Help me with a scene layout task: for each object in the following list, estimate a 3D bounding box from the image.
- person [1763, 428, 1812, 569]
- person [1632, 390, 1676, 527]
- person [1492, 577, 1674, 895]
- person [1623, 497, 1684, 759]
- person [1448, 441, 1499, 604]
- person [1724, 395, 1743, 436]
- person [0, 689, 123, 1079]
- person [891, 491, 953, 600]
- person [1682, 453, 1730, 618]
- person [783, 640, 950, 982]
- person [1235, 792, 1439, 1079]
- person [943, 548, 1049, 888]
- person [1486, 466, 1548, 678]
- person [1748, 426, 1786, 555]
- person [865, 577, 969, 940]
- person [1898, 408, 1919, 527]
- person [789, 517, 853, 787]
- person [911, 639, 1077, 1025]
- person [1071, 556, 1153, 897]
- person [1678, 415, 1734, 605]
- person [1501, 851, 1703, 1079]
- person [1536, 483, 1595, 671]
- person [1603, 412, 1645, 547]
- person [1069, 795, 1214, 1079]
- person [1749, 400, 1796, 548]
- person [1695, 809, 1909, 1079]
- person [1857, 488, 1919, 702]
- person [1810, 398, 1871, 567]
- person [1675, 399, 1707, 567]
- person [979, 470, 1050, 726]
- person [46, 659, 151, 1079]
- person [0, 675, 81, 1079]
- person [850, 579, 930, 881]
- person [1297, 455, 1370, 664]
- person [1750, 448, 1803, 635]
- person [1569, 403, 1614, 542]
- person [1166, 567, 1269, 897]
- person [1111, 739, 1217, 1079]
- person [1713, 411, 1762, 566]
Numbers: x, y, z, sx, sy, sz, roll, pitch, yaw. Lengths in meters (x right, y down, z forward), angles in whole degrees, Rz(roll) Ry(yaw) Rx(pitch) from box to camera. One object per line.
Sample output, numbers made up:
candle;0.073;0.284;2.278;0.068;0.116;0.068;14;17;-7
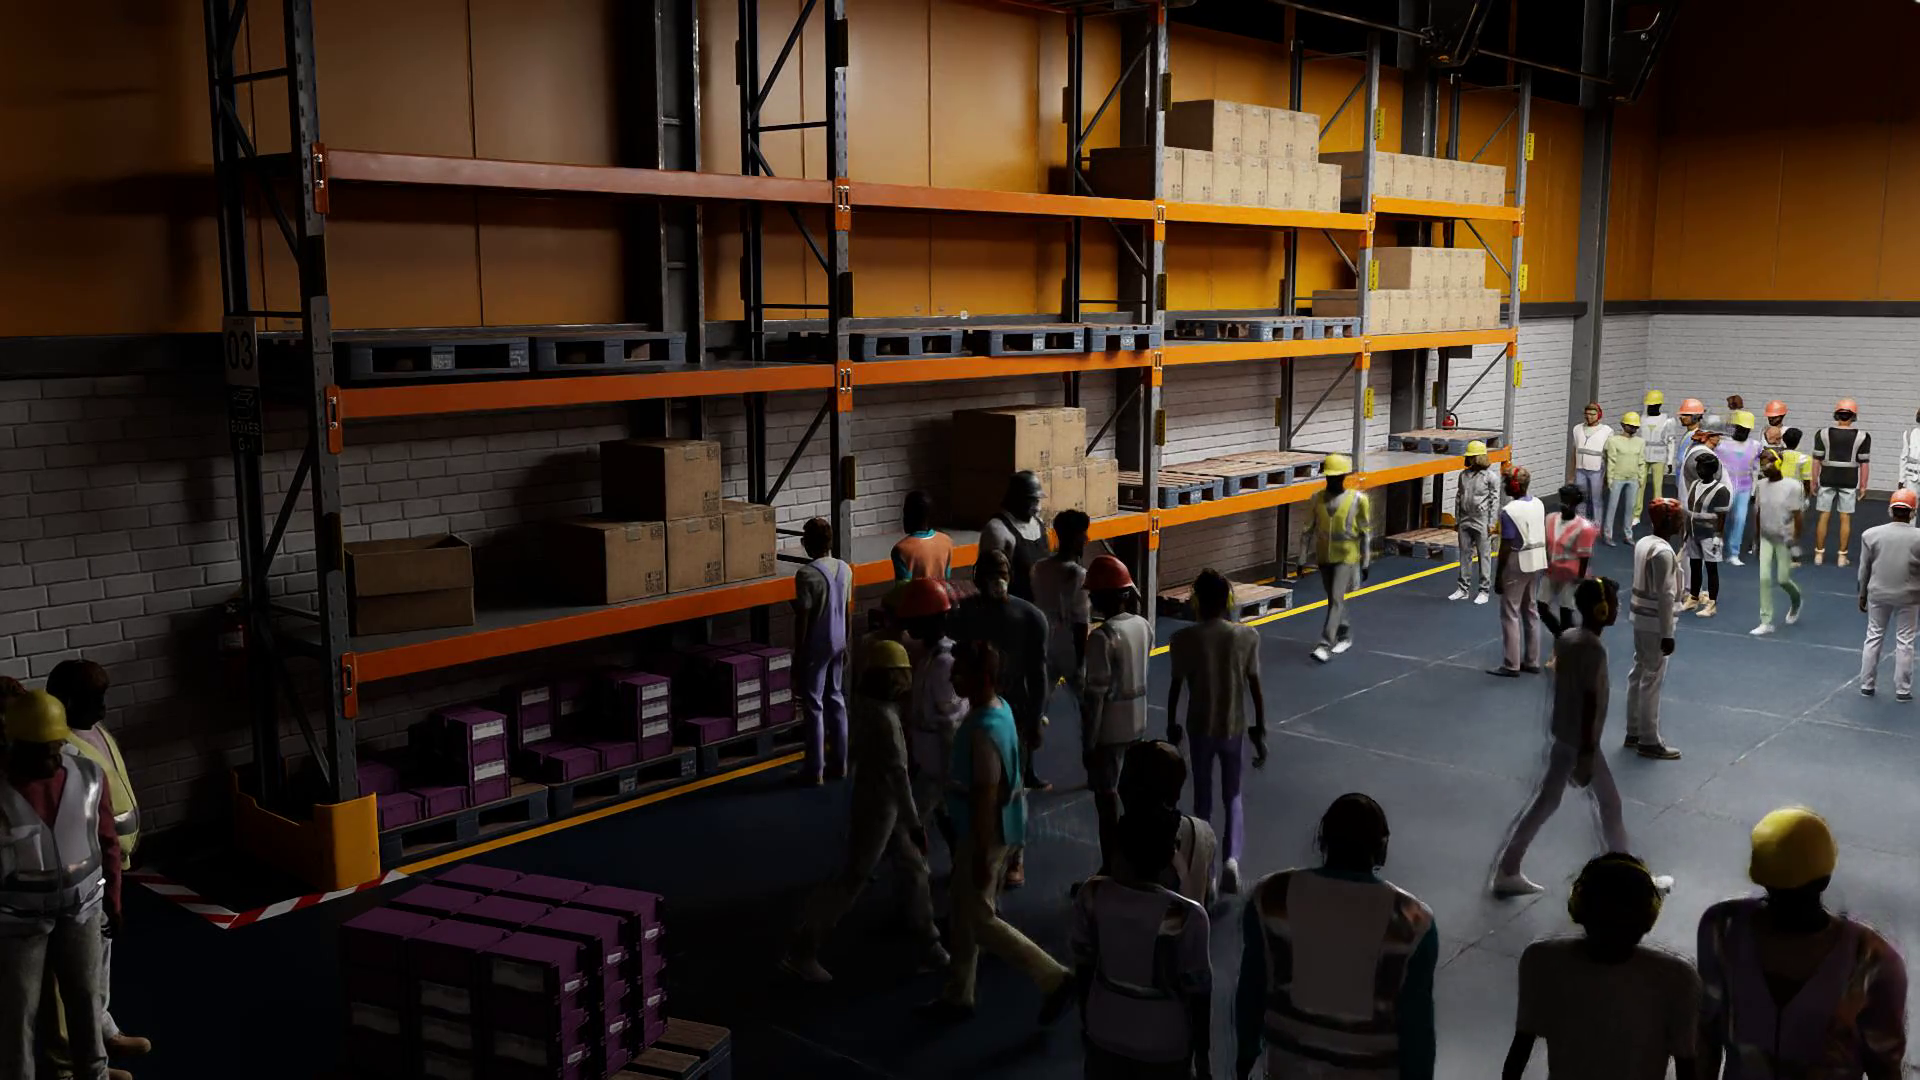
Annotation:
person;9.921;-0.504;19.966;0.541;1.691;0.321;8;12;43
person;9.681;-1.136;23.292;0.585;1.921;0.383;5;10;31
person;3.454;1.101;9.209;0.998;1.817;0.557;-1;9;-4
person;5.036;0.628;12.035;0.353;1.883;0.573;1;9;5
person;5.491;-0.191;17.764;0.321;1.742;0.492;-7;11;-39
person;12.301;-1.485;26.451;0.308;1.638;0.511;6;10;32
person;-3.665;1.489;6.680;0.403;1.825;0.594;8;12;42
person;-0.283;0.601;12.094;0.392;1.920;0.587;7;11;38
person;7.626;-0.055;17.049;0.320;1.692;0.531;-3;9;-16
person;-0.437;1.334;8.151;0.924;1.684;0.480;0;9;-3
person;1.179;1.711;5.325;0.648;1.803;0.924;4;10;22
person;0.181;1.004;9.430;0.634;1.940;0.367;2;9;12
person;4.877;0.279;14.456;0.566;1.837;0.401;-8;12;-40
person;10.114;-0.606;20.778;0.522;1.638;0.310;0;9;1
person;-0.226;1.139;8.637;0.765;1.909;0.563;1;9;3
person;12.172;-0.764;21.029;0.352;1.880;0.577;-6;11;-36
person;-0.945;0.760;11.348;0.349;1.836;0.517;7;11;38
person;0.149;1.344;7.602;0.691;1.828;0.572;0;9;0
person;0.834;1.043;9.218;0.389;1.930;0.540;7;11;38
person;7.955;-0.337;17.749;0.535;2.000;0.684;2;9;11
person;1.835;1.768;4.799;0.619;1.838;0.529;5;10;31
person;5.296;0.325;14.604;0.361;1.682;0.558;-5;10;-28
person;8.632;-0.784;21.558;0.530;1.761;0.339;-1;9;-7
person;0.630;1.703;5.695;0.542;1.697;0.316;6;11;36
person;10.370;-0.819;21.232;0.387;1.929;0.544;-4;10;-24
person;2.552;1.698;5.057;0.601;1.907;0.686;8;12;40
person;7.683;0.445;13.656;0.566;1.744;0.350;8;12;41
person;10.599;-0.687;20.054;0.611;2.032;0.410;5;10;30
person;8.680;-0.664;19.853;0.375;2.044;0.607;1;9;8
person;0.464;0.461;12.606;0.536;2.000;0.704;7;12;40
person;-3.735;1.414;7.121;0.430;1.839;0.619;-2;9;-10
person;-3.882;1.451;6.838;0.565;1.848;0.390;-5;10;-28
person;-0.363;1.081;9.519;0.537;1.758;0.363;-2;9;-14
person;3.363;0.163;15.066;0.608;1.868;1.002;7;11;36
person;8.045;0.004;16.271;0.747;1.830;0.538;-5;10;-31
person;8.370;-0.901;22.052;0.393;1.836;0.560;-7;11;-38
person;1.428;1.082;9.225;0.564;1.844;0.468;1;9;3
person;0.687;1.601;5.881;0.337;1.845;0.514;8;12;43
person;9.402;-0.652;20.305;0.613;1.891;0.766;2;9;11
